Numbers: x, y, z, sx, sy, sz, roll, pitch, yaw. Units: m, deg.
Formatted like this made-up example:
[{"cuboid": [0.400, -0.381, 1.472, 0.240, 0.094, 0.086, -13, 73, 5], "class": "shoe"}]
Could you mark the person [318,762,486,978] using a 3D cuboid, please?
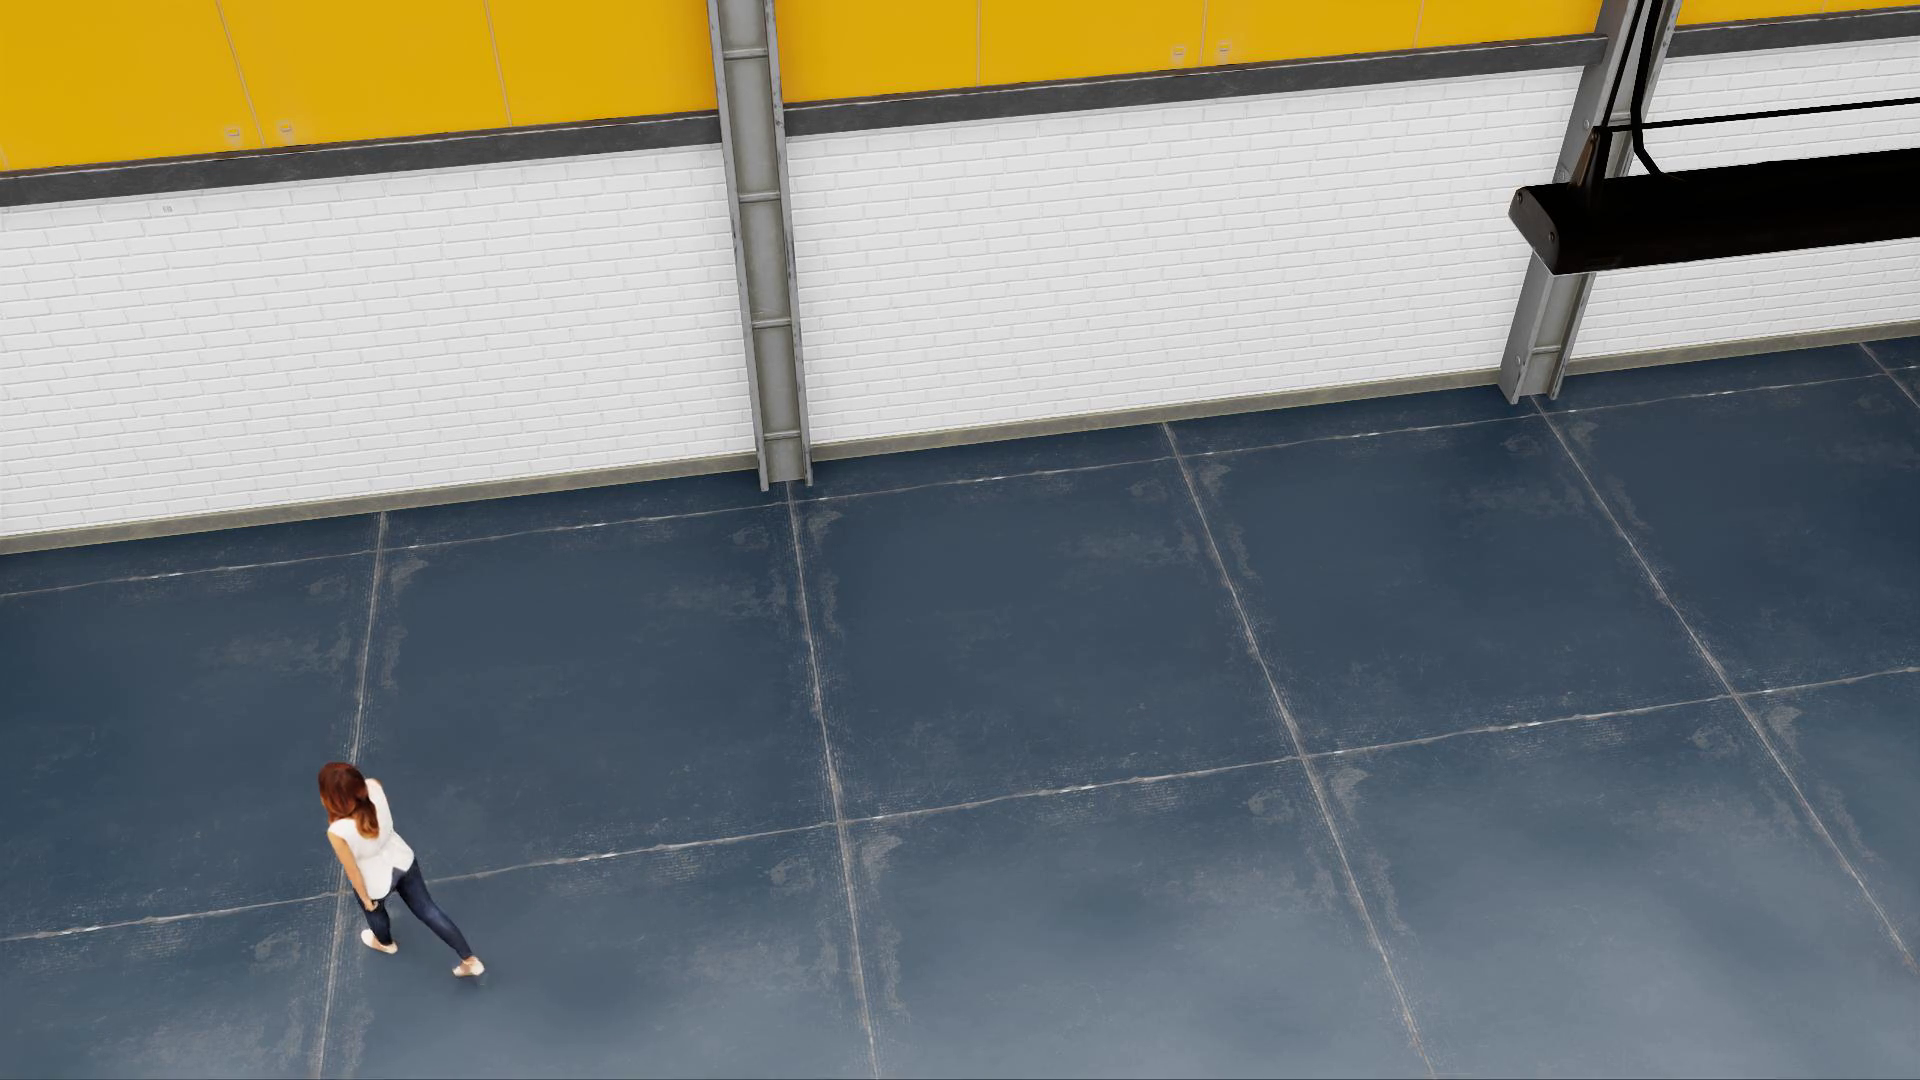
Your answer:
[{"cuboid": [-3.027, 1.814, 8.985, 1.127, 1.751, 1.007, 21, 48, 21], "class": "person"}]
